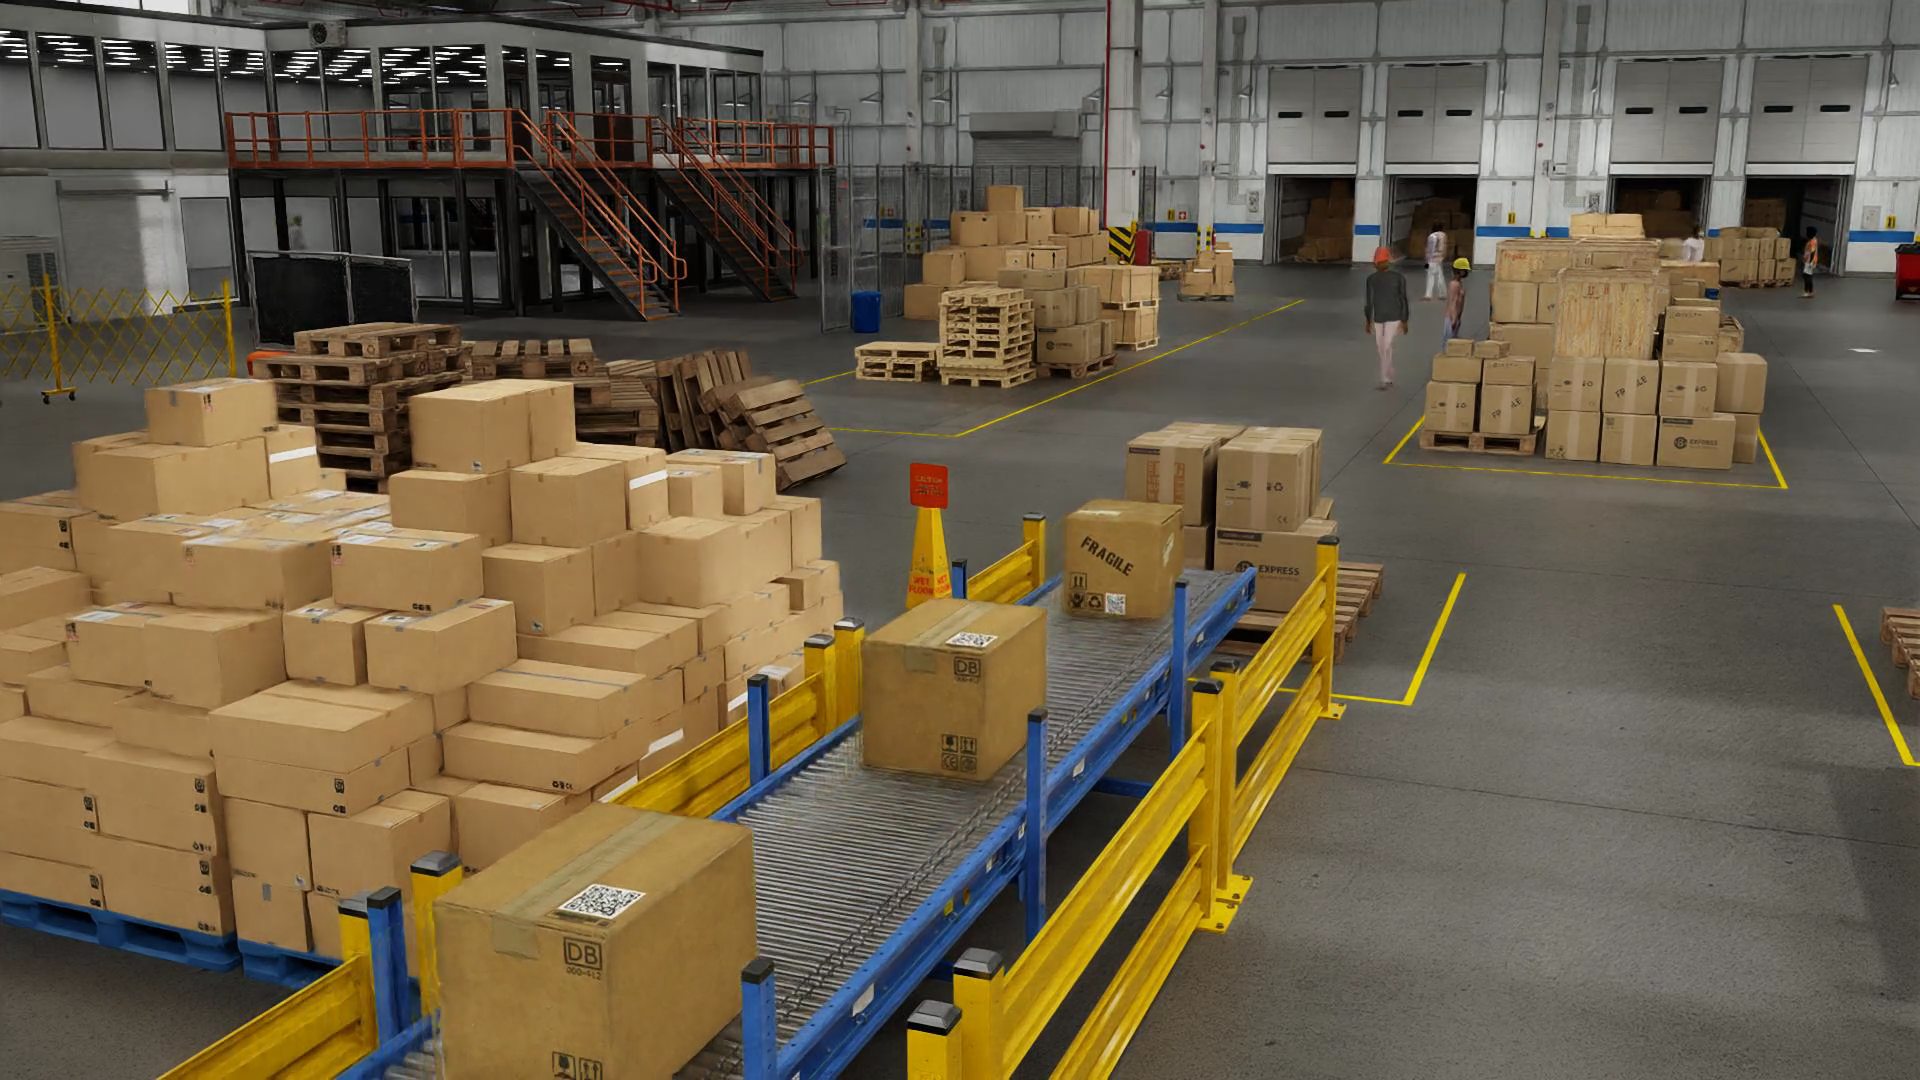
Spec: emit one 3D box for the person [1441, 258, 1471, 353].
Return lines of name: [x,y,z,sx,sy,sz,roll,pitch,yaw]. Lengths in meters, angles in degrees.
person: [7.179,-3.201,24.095,0.364,1.757,0.523,5,14,23]

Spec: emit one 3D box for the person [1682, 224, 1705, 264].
person: [15.303,-5.638,34.746,0.655,1.883,1.039,-7,14,-28]

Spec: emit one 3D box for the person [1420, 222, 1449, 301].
person: [11.007,-6.424,38.434,0.680,1.821,0.478,-9,15,-35]

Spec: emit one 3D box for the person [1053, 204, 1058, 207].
person: [2.995,-9.854,53.623,0.972,1.891,0.606,6,14,24]

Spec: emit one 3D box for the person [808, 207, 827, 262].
person: [-4.581,-9.792,53.479,0.645,1.832,0.506,-6,14,-24]

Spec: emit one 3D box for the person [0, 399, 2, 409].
person: [-9.195,-1.386,15.346,0.606,2.028,0.501,-8,15,-33]

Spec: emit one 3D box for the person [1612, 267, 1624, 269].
person: [7.884,-2.407,20.309,0.420,1.846,0.582,1,13,4]

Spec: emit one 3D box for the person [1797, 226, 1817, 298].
person: [20.057,-6.550,39.276,0.389,1.683,0.541,4,13,17]

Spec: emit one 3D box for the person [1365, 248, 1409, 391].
person: [5.829,-3.027,22.879,0.687,1.950,0.640,-10,16,-38]

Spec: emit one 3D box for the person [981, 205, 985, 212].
person: [0.712,-9.275,50.928,0.553,1.935,0.374,-2,13,-10]
